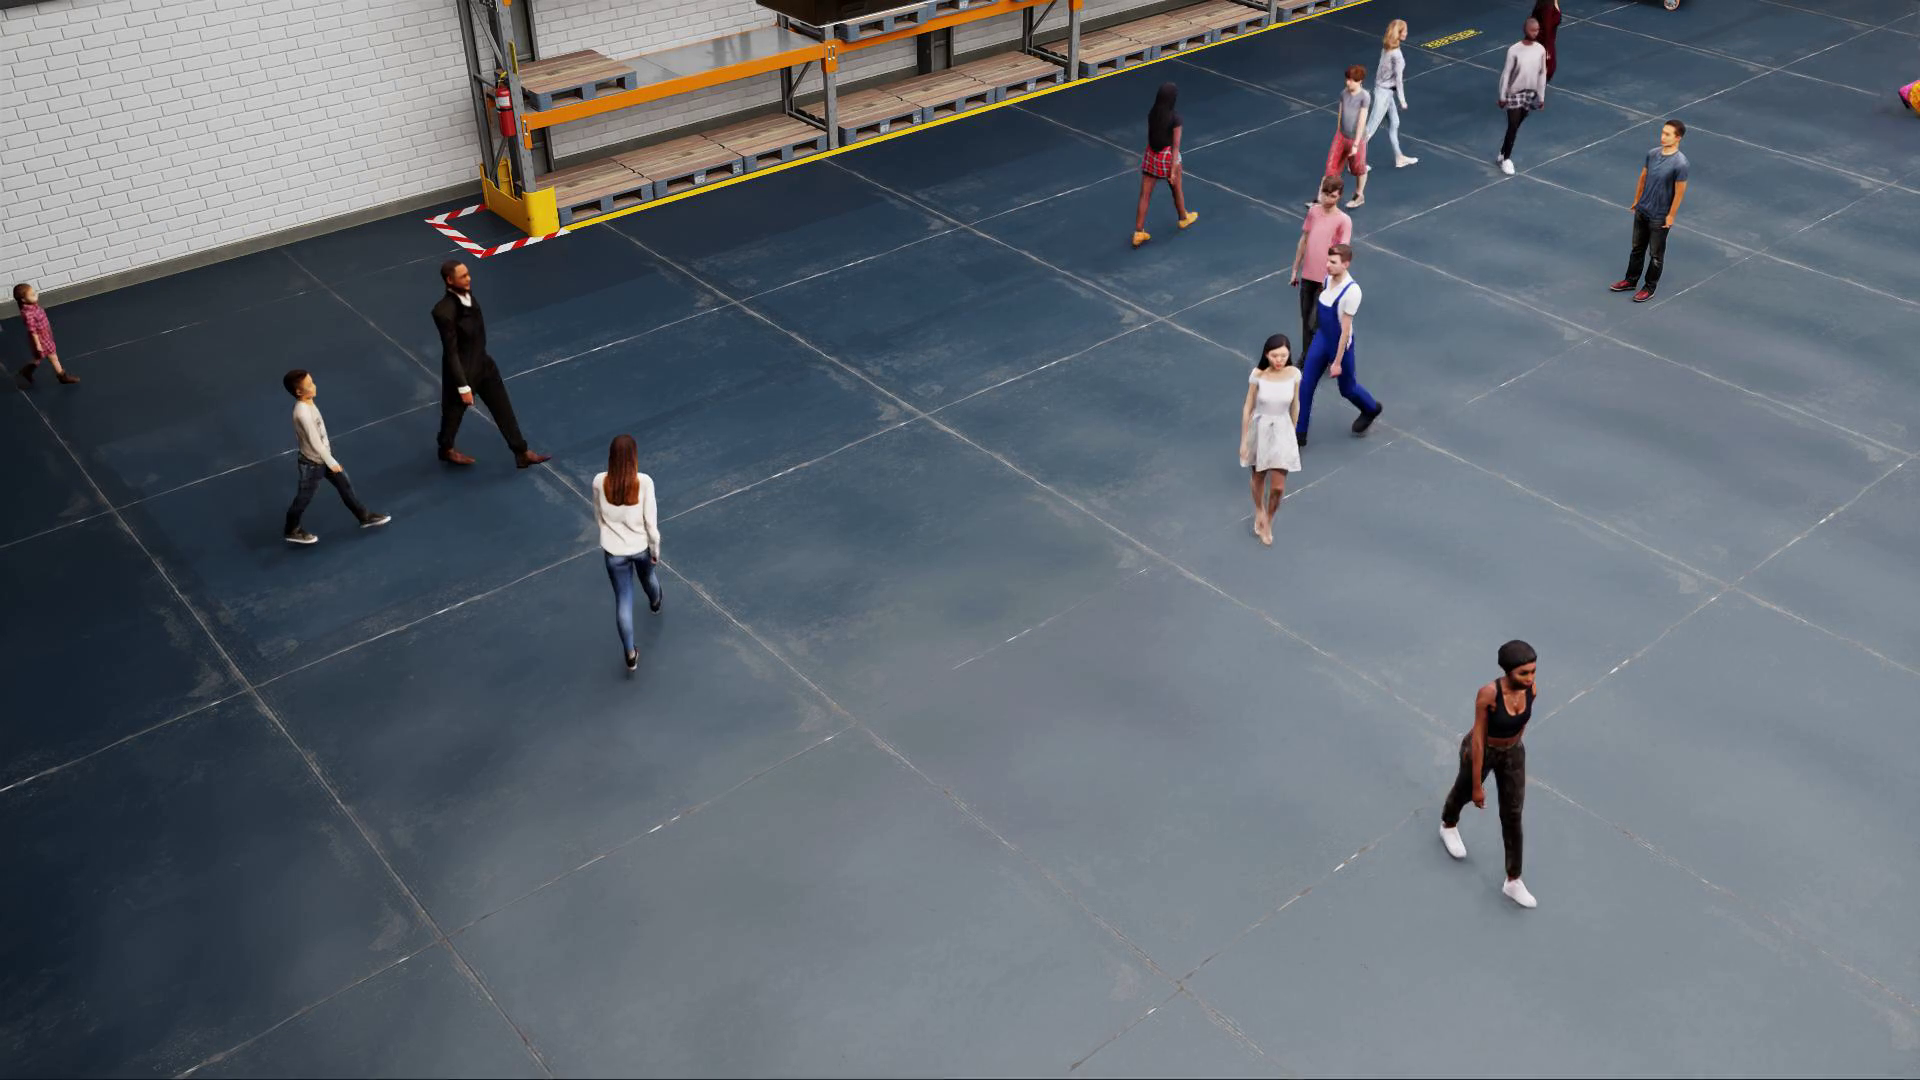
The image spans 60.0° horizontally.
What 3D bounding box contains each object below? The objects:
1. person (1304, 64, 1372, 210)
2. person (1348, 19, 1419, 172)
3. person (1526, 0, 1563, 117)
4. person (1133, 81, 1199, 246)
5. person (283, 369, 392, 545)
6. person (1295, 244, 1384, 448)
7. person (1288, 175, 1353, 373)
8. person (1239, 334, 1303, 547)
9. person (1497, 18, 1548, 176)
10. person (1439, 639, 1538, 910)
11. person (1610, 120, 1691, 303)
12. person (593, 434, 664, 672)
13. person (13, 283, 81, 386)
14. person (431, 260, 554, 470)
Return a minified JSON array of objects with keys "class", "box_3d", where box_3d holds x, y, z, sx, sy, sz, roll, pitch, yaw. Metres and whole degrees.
[{"class":"person","box_3d":[4.336,-4.375,18.184,1.094,1.606,0.604,-27,42,-34]},{"class":"person","box_3d":[4.773,-5.045,19.055,1.115,1.759,1.007,1,34,1]},{"class":"person","box_3d":[7.130,-6.152,20.732,0.915,1.745,0.848,9,35,13]},{"class":"person","box_3d":[2.050,-3.883,17.381,0.741,1.677,1.185,26,41,33]},{"class":"person","box_3d":[-4.980,-0.597,12.658,1.089,1.432,0.864,-7,34,-11]},{"class":"person","box_3d":[3.188,-1.596,13.819,1.322,1.812,0.823,-16,37,-23]},{"class":"person","box_3d":[3.286,-2.342,14.815,0.635,1.950,0.709,-22,39,-29]},{"class":"person","box_3d":[2.332,-0.805,12.675,0.814,1.759,0.872,1,34,2]},{"class":"person","box_3d":[6.432,-5.174,19.255,0.849,1.752,0.867,-9,35,-13]},{"class":"person","box_3d":[3.035,1.235,9.692,1.067,1.664,0.928,-8,34,-12]},{"class":"person","box_3d":[6.818,-3.231,16.281,0.612,1.809,0.705,-16,37,-22]},{"class":"person","box_3d":[-2.275,0.119,11.399,1.170,1.634,1.131,-3,34,-4]},{"class":"person","box_3d":[-8.293,-1.834,14.901,0.746,1.009,0.555,-11,35,-17]},{"class":"person","box_3d":[-4.059,-1.366,13.428,1.269,1.861,1.308,8,34,12]}]
